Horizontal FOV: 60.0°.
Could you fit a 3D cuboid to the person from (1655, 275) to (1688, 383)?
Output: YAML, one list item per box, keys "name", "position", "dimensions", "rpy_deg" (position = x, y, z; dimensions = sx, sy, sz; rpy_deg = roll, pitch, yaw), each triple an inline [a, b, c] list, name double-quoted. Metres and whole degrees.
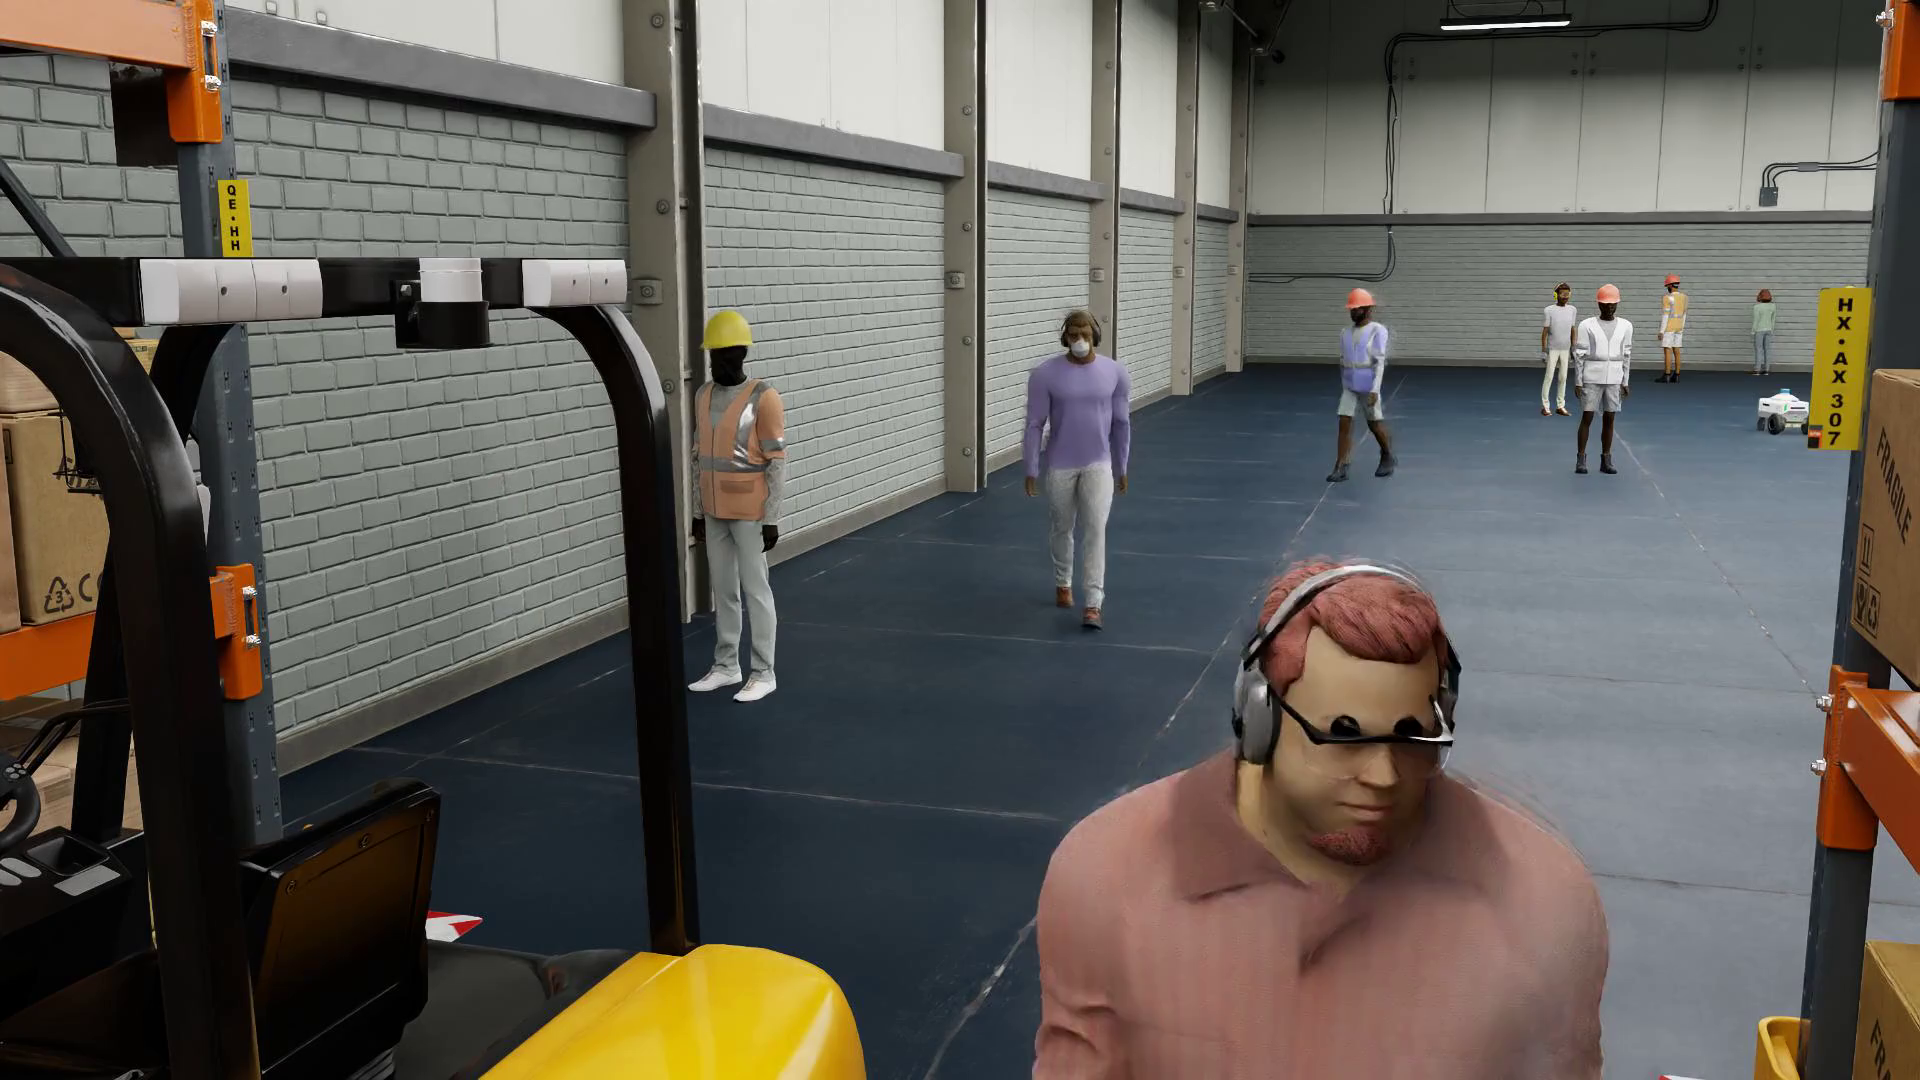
- name: "person"
  position: [12.682, -3.760, 29.670]
  dimensions: [0.542, 1.929, 0.369]
  rpy_deg: [-4, 11, -25]

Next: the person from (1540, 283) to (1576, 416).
- name: "person"
  position: [8.406, -2.664, 23.355]
  dimensions: [0.510, 1.864, 0.312]
  rpy_deg: [-2, 10, -12]

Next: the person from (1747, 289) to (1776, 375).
- name: "person"
  position: [15.315, -3.963, 31.751]
  dimensions: [0.500, 1.633, 0.280]
  rpy_deg: [-3, 10, -18]

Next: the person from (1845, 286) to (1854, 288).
- name: "person"
  position: [14.540, -3.284, 27.313]
  dimensions: [0.527, 1.768, 0.331]
  rpy_deg: [1, 10, 8]

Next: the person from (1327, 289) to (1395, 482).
- name: "person"
  position: [4.012, -1.543, 16.533]
  dimensions: [0.542, 1.909, 0.926]
  rpy_deg: [9, 13, 43]

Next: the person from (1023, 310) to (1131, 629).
- name: "person"
  position: [0.708, -0.451, 10.109]
  dimensions: [0.653, 1.885, 1.034]
  rpy_deg: [0, 10, 1]

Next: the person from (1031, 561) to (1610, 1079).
- name: "person"
  position: [0.372, 0.949, 1.823]
  dimensions: [0.637, 1.855, 0.964]
  rpy_deg: [3, 10, 17]

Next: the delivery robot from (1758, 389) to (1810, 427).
- name: "delivery robot"
  position: [10.402, -1.666, 21.000]
  dimensions: [0.477, 0.478, 0.707]
  rpy_deg: [0, 10, 0]

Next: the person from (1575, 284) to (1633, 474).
- name: "person"
  position: [6.564, -1.632, 16.968]
  dimensions: [0.551, 1.935, 0.375]
  rpy_deg: [1, 10, 5]

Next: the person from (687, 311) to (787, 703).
- name: "person"
  position: [-1.125, -0.161, 8.236]
  dimensions: [0.595, 1.925, 0.373]
  rpy_deg: [8, 12, 39]
